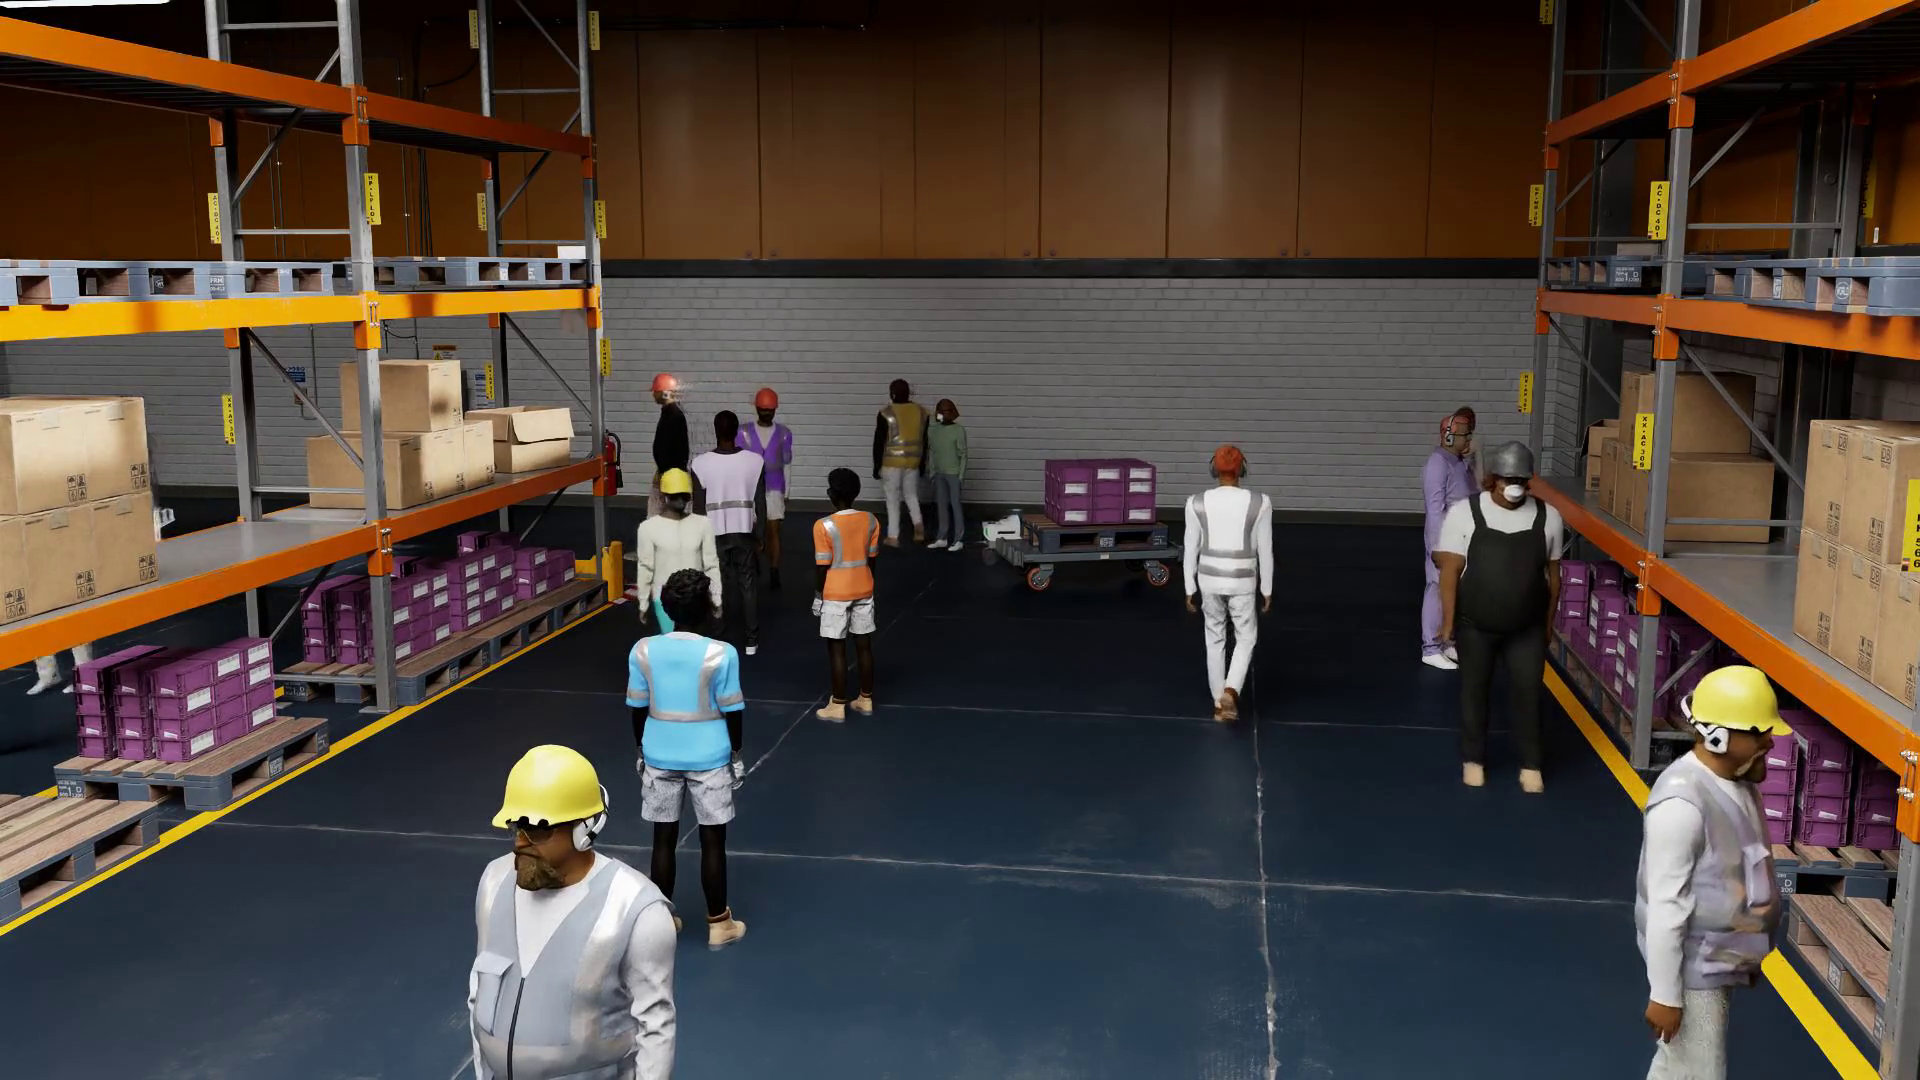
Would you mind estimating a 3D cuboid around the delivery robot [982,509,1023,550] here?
[{"bbox_3d":[0.580,-0.074,16.988,0.707,0.478,0.477,-1,9,-4],"label":"delivery robot"}]

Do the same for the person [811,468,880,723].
[{"bbox_3d":[-0.764,0.362,11.067,0.535,1.699,0.318,-9,13,-43],"label":"person"}]

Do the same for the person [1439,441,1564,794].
[{"bbox_3d":[3.123,0.425,9.625,0.702,2.000,0.537,2,9,11],"label":"person"}]

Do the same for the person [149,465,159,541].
[{"bbox_3d":[-7.182,-0.275,14.315,0.845,1.916,0.635,-3,10,-21],"label":"person"}]

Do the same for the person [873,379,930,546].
[{"bbox_3d":[-0.639,-0.829,18.005,0.648,1.828,0.444,-5,11,-30],"label":"person"}]

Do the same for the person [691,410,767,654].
[{"bbox_3d":[-1.785,-0.045,12.892,0.591,1.922,0.392,-3,10,-20],"label":"person"}]

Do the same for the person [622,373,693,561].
[{"bbox_3d":[-2.944,-0.742,17.109,1.006,1.956,0.606,-3,10,-17],"label":"person"}]

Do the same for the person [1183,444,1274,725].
[{"bbox_3d":[1.746,0.306,10.880,0.598,1.871,0.615,3,10,16],"label":"person"}]

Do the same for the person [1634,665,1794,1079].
[{"bbox_3d":[2.314,1.274,5.098,0.455,1.829,0.608,8,12,39],"label":"person"}]

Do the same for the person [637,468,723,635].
[{"bbox_3d":[-1.844,0.371,10.947,0.535,1.720,0.893,-5,11,-30],"label":"person"}]

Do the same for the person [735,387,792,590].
[{"bbox_3d":[-1.875,-0.517,15.876,0.553,1.908,0.893,-1,9,-8],"label":"person"}]

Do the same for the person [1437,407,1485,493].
[{"bbox_3d":[5.088,-0.566,17.081,0.546,1.602,0.640,7,11,36],"label":"person"}]

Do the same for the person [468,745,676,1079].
[{"bbox_3d":[-1.003,1.407,4.208,0.588,1.835,0.403,4,10,23],"label":"person"}]

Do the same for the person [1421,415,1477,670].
[{"bbox_3d":[3.720,0.009,12.606,0.409,1.909,0.640,6,11,31],"label":"person"}]

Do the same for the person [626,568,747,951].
[{"bbox_3d":[-1.196,0.965,7.343,0.539,1.698,0.319,2,9,13],"label":"person"}]

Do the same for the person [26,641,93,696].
[{"bbox_3d":[-6.367,0.303,11.660,0.535,1.618,0.547,4,10,21],"label":"person"}]

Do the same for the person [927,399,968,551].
[{"bbox_3d":[-0.133,-0.699,17.807,0.503,1.632,0.271,9,13,43],"label":"person"}]
